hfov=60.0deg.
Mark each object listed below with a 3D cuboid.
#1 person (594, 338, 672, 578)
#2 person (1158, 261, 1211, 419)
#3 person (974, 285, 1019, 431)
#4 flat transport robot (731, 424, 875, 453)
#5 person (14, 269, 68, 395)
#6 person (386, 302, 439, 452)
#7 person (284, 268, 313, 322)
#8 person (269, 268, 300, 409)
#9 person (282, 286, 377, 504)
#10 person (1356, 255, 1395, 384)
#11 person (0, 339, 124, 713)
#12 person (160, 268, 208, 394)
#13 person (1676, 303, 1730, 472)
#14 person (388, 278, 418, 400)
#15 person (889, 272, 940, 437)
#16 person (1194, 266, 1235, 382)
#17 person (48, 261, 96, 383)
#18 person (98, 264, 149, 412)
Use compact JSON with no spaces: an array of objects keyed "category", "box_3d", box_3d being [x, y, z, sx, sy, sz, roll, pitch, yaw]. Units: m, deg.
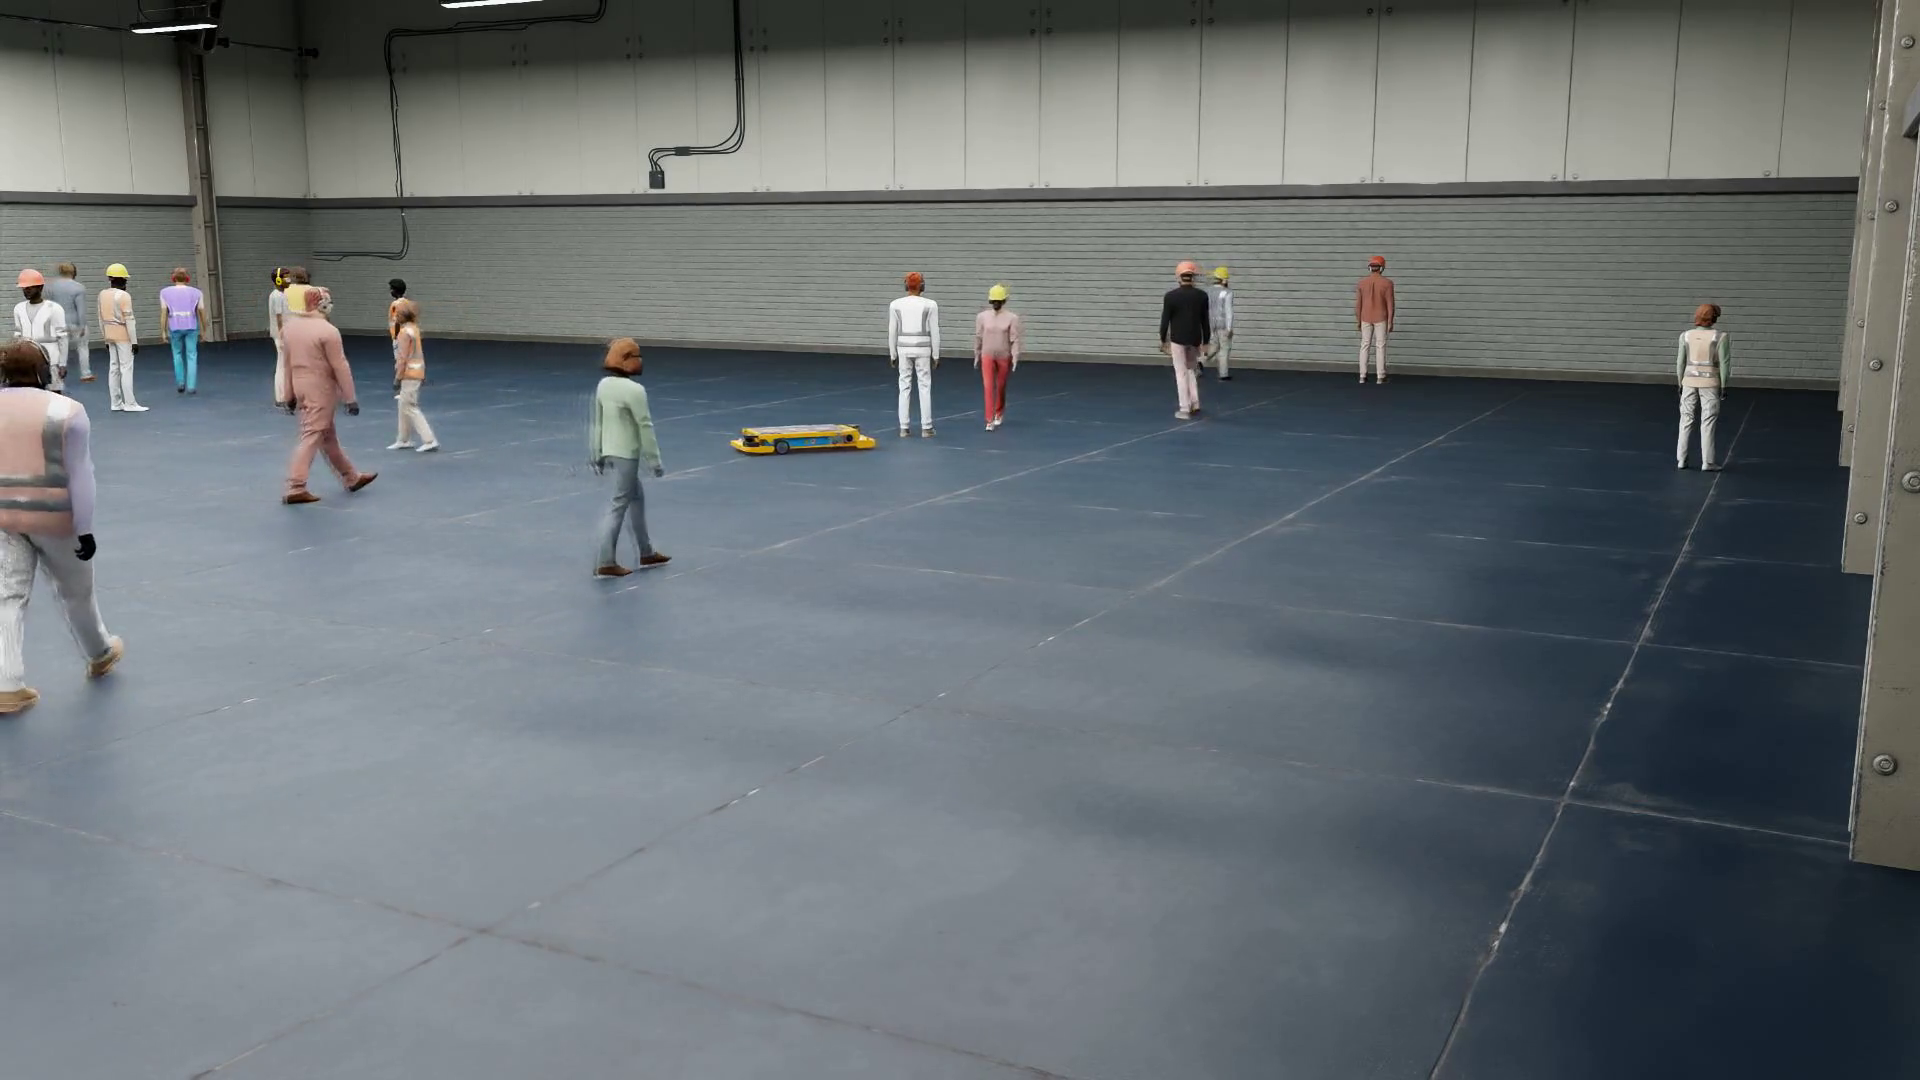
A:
[{"category":"person","box_3d":[-2.177,-0.558,11.257,0.739,1.599,0.517,-9,14,-40]},{"category":"person","box_3d":[2.812,-2.507,20.915,0.611,1.970,0.480,-4,11,-22]},{"category":"person","box_3d":[0.436,-2.187,19.872,0.527,1.713,0.922,0,10,1]},{"category":"flat transport robot","box_3d":[-1.689,-1.097,17.857,1.431,0.197,0.652,-4,11,-21]},{"category":"person","box_3d":[-9.838,-1.919,17.792,0.552,1.935,0.373,1,10,3]},{"category":"person","box_3d":[-5.852,-1.724,17.684,0.584,1.602,0.552,-2,11,-8]},{"category":"person","box_3d":[-9.989,-3.237,25.376,0.637,1.794,0.951,0,10,2]},{"category":"person","box_3d":[-9.021,-2.684,22.151,0.309,1.868,0.534,-4,11,-23]},{"category":"person","box_3d":[-5.524,-1.272,14.496,0.674,1.848,1.024,7,12,33]},{"category":"person","box_3d":[6.450,-3.424,25.837,0.611,1.995,0.376,7,12,33]},{"category":"person","box_3d":[-4.587,-0.099,8.283,0.644,1.783,1.008,-1,10,-6]},{"category":"person","box_3d":[-11.336,-3.058,24.314,0.605,1.812,0.812,-5,11,-25]},{"category":"person","box_3d":[7.249,-1.489,16.252,0.310,1.642,0.514,-9,14,-40]},{"category":"person","box_3d":[-7.819,-2.813,23.316,0.317,1.697,0.540,0,10,3]},{"category":"person","box_3d":[-0.519,-2.113,18.993,0.585,1.882,0.337,2,11,9]},{"category":"person","box_3d":[4.019,-3.363,26.006,0.630,1.815,0.598,-7,13,-35]},{"category":"person","box_3d":[-13.750,-3.335,25.618,0.641,1.914,0.911,1,10,8]},{"category":"person","box_3d":[-10.931,-2.627,21.680,0.595,1.925,0.371,5,12,27]}]
